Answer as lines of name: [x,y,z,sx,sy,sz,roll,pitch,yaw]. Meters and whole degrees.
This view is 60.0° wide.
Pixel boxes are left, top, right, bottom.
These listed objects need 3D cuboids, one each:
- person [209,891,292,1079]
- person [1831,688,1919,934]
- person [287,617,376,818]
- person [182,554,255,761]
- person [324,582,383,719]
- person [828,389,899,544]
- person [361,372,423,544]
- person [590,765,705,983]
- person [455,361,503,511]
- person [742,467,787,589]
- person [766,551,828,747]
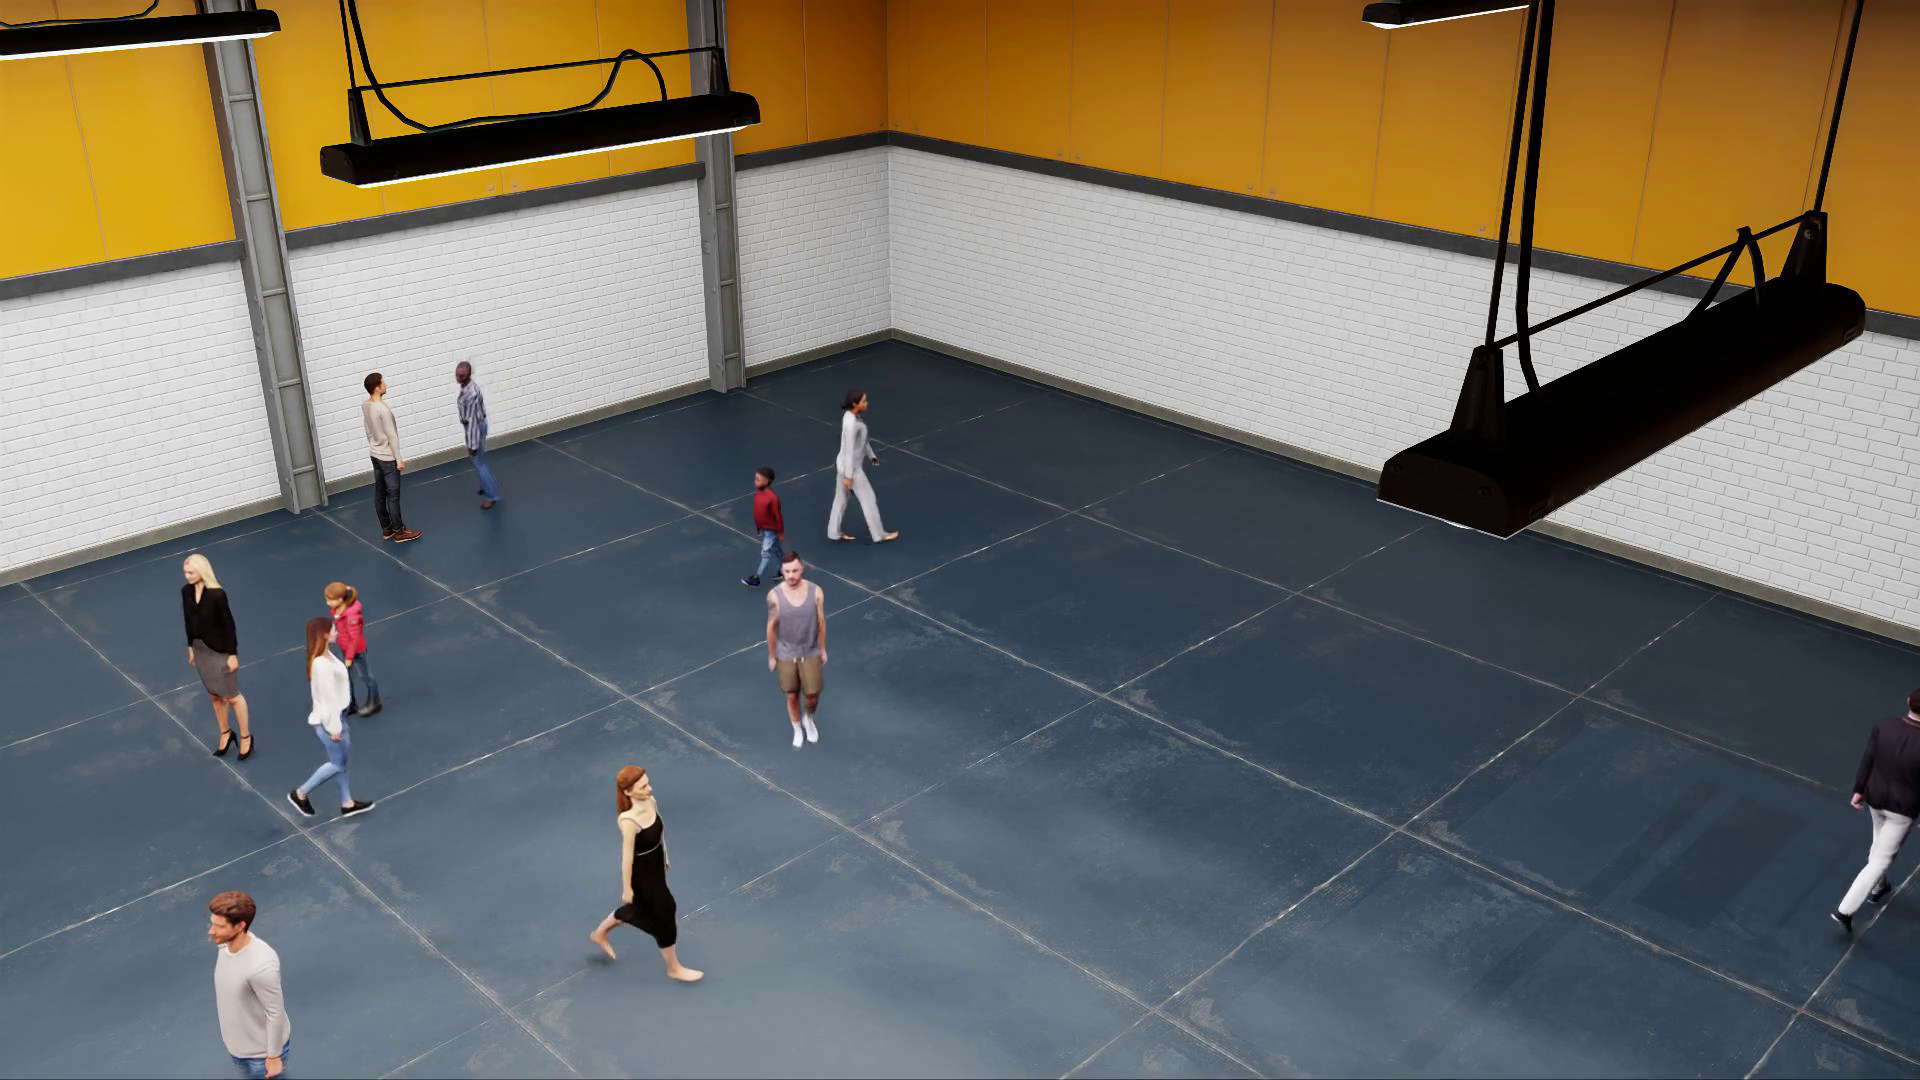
person: [-3.907,2.760,9.253,0.683,1.906,0.619,17,29,34]
person: [6.349,1.865,11.423,1.227,1.808,0.803,-15,28,-31]
person: [-4.872,1.392,12.673,0.939,1.673,0.798,-9,25,-19]
person: [-6.025,0.948,13.479,0.694,1.841,0.692,8,25,17]
person: [-5.131,0.916,14.230,0.561,1.297,0.659,21,31,39]
person: [-1.233,-0.763,17.566,1.096,1.703,0.990,-4,24,-8]
person: [-6.103,-0.885,17.640,0.677,1.867,0.584,18,30,36]
person: [-2.166,2.188,10.952,1.013,1.594,1.074,5,24,11]
person: [-5.324,-1.161,18.410,0.774,1.755,0.885,-5,24,-12]
person: [-1.866,-0.148,16.753,0.866,1.228,0.574,-19,30,-36]
person: [-1.346,0.892,13.825,0.794,1.835,0.871,-2,24,-5]
